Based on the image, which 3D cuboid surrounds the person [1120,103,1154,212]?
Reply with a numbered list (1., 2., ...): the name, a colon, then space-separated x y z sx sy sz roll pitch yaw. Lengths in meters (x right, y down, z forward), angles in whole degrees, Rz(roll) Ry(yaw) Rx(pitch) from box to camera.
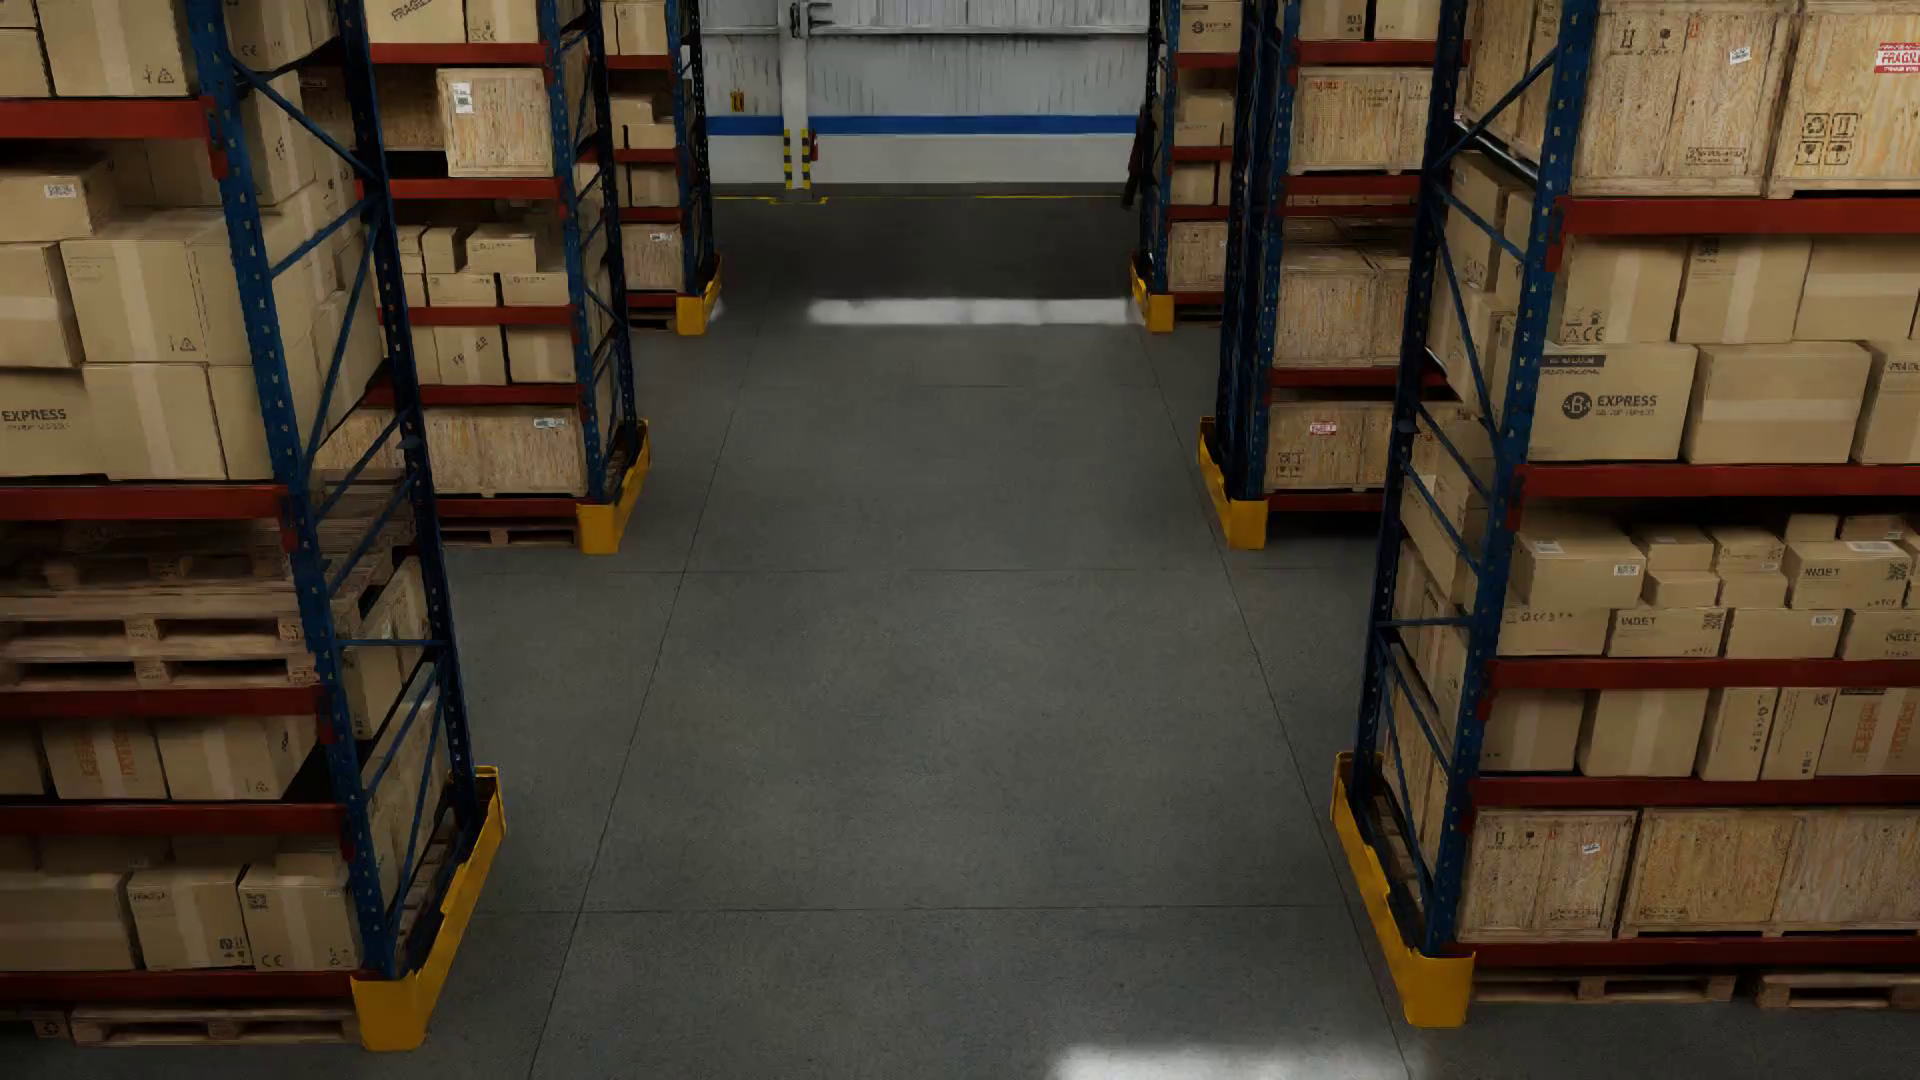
1. person: 3.009 -6.247 27.186 0.728 1.772 0.568 6 26 12
